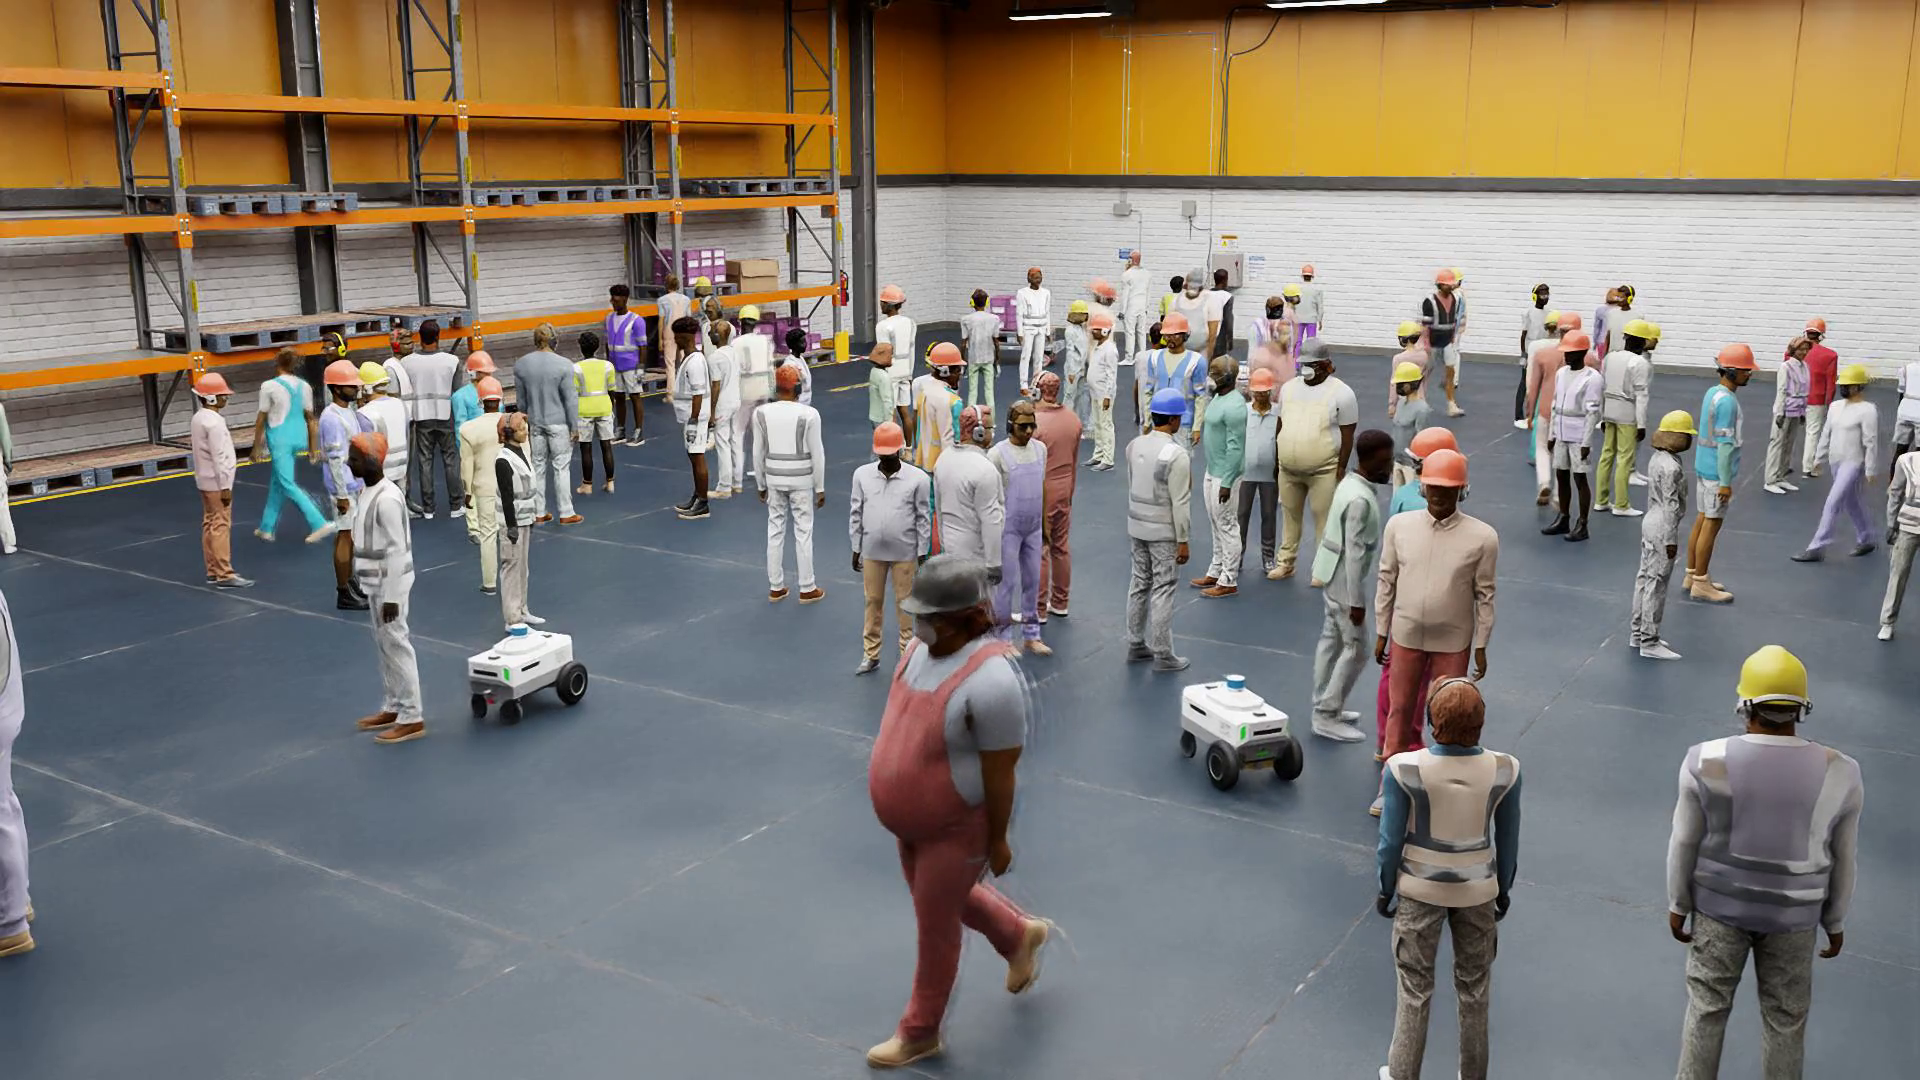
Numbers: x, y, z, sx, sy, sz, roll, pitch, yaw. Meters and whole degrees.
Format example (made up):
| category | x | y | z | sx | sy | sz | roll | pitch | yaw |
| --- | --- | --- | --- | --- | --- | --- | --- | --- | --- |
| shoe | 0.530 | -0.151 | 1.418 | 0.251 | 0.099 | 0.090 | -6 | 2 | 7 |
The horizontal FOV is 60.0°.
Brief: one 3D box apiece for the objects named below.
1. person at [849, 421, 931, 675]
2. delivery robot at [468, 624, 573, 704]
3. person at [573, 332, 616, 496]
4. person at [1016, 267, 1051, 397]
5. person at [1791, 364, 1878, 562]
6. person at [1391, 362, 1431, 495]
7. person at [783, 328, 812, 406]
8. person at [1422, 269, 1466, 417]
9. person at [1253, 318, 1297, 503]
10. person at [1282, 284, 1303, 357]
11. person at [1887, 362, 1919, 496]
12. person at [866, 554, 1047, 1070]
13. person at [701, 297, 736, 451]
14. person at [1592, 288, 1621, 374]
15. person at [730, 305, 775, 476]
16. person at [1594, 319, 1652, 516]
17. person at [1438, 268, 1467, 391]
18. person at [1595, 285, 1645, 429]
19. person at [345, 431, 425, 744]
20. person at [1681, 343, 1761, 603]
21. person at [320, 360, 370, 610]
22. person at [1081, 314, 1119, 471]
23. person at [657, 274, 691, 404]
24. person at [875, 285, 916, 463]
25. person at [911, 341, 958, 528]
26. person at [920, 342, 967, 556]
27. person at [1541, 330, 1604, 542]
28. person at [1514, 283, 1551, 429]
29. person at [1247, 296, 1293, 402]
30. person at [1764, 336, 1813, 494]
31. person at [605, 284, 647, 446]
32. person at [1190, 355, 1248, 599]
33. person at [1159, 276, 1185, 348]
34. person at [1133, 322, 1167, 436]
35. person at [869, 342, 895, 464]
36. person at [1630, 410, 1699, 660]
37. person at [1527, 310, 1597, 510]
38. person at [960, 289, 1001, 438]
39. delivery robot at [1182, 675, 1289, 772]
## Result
| category | x | y | z | sx | sy | sz | roll | pitch | yaw |
| --- | --- | --- | --- | --- | --- | --- | --- | --- | --- |
| person | -0.479 | 0.060 | 11.191 | 0.559 | 1.745 | 0.333 | 2 | 13 | 10 |
| delivery robot | -2.771 | 0.774 | 10.500 | 0.477 | 0.478 | 0.707 | 6 | 14 | 23 |
| person | -3.805 | -1.303 | 17.214 | 0.535 | 1.697 | 0.318 | -9 | 16 | -36 |
| person | 1.081 | -3.037 | 24.327 | 0.575 | 1.883 | 0.355 | -8 | 15 | -31 |
| person | 7.686 | -0.668 | 14.408 | 0.897 | 1.723 | 0.538 | -2 | 13 | -11 |
| person | 3.823 | -0.646 | 14.244 | 0.341 | 1.755 | 0.532 | -3 | 13 | -11 |
| person | -1.723 | -1.394 | 17.607 | 0.317 | 1.696 | 0.539 | 1 | 13 | 5 |
| person | 6.487 | -2.640 | 22.358 | 0.618 | 1.988 | 0.996 | -5 | 14 | -20 |
| person | 3.150 | -1.316 | 16.868 | 0.779 | 1.883 | 0.650 | 10 | 16 | 36 |
| person | 4.495 | -2.602 | 22.688 | 0.301 | 1.772 | 0.531 | 4 | 14 | 18 |
| person | 9.777 | -1.235 | 16.944 | 0.319 | 1.686 | 0.539 | -5 | 14 | -22 |
| person | 0.007 | 0.994 | 6.496 | 0.854 | 2.000 | 0.687 | -7 | 15 | -29 |
| person | -2.877 | -1.958 | 19.738 | 0.513 | 1.839 | 0.335 | 8 | 15 | 30 |
| person | 9.340 | -2.796 | 23.863 | 0.560 | 1.614 | 0.288 | 11 | 17 | 39 |
| person | -2.283 | -1.597 | 18.087 | 0.432 | 1.887 | 0.689 | 9 | 16 | 34 |
| person | 6.493 | -1.192 | 16.249 | 0.391 | 1.915 | 0.591 | -5 | 14 | -19 |
| person | 7.388 | -3.158 | 24.959 | 0.404 | 1.833 | 0.592 | 4 | 14 | 18 |
| person | 8.458 | -2.322 | 21.267 | 0.335 | 1.865 | 0.519 | -11 | 17 | -40 |
| person | -3.446 | 0.275 | 9.956 | 0.337 | 1.882 | 0.584 | -7 | 15 | -28 |
| person | 6.011 | -0.535 | 13.121 | 0.393 | 2.041 | 0.613 | 3 | 13 | 13 |
| person | -4.727 | -0.429 | 12.892 | 0.364 | 1.935 | 0.553 | -2 | 13 | -9 |
| person | 1.572 | -1.654 | 18.609 | 0.325 | 1.752 | 0.560 | -4 | 13 | -15 |
| person | -4.051 | -2.862 | 23.695 | 0.522 | 1.834 | 0.362 | -10 | 16 | -36 |
| person | -0.761 | -1.858 | 18.848 | 0.371 | 2.046 | 0.615 | 10 | 16 | 37 |
| person | -0.199 | -0.840 | 14.820 | 0.519 | 1.874 | 0.327 | -9 | 16 | -35 |
| person | -0.132 | -0.614 | 13.568 | 0.381 | 1.994 | 0.622 | -3 | 13 | -15 |
| person | 5.573 | -0.955 | 15.194 | 0.388 | 1.930 | 0.546 | -5 | 14 | -22 |
| person | 7.429 | -2.373 | 21.469 | 0.518 | 1.874 | 0.330 | -7 | 15 | -28 |
| person | 3.721 | -1.987 | 19.861 | 0.631 | 1.842 | 0.428 | -6 | 14 | -24 |
| person | 8.657 | -1.306 | 17.357 | 0.515 | 1.636 | 0.315 | -10 | 16 | -37 |
| person | -4.064 | -2.121 | 20.167 | 0.608 | 1.966 | 0.374 | 8 | 15 | 31 |
| person | 2.078 | -0.505 | 13.221 | 0.372 | 1.940 | 0.632 | -1 | 13 | -5 |
| person | 3.273 | -3.170 | 25.320 | 0.533 | 1.692 | 0.322 | 10 | 17 | 38 |
| person | 1.952 | -1.257 | 16.674 | 0.338 | 1.857 | 0.525 | -12 | 18 | -43 |
| person | -0.778 | -1.188 | 16.852 | 0.269 | 1.632 | 0.508 | -4 | 14 | -17 |
| person | 4.940 | -0.044 | 11.653 | 0.293 | 1.742 | 0.487 | 2 | 13 | 8 |
| person | 5.920 | -1.259 | 16.383 | 0.638 | 1.982 | 0.523 | 4 | 14 | 18 |
| person | 0.254 | -2.191 | 20.716 | 0.508 | 1.860 | 0.334 | -1 | 13 | -3 |
| delivery robot | 1.561 | 1.011 | 9.471 | 0.477 | 0.478 | 0.707 | -5 | 14 | -21 |
